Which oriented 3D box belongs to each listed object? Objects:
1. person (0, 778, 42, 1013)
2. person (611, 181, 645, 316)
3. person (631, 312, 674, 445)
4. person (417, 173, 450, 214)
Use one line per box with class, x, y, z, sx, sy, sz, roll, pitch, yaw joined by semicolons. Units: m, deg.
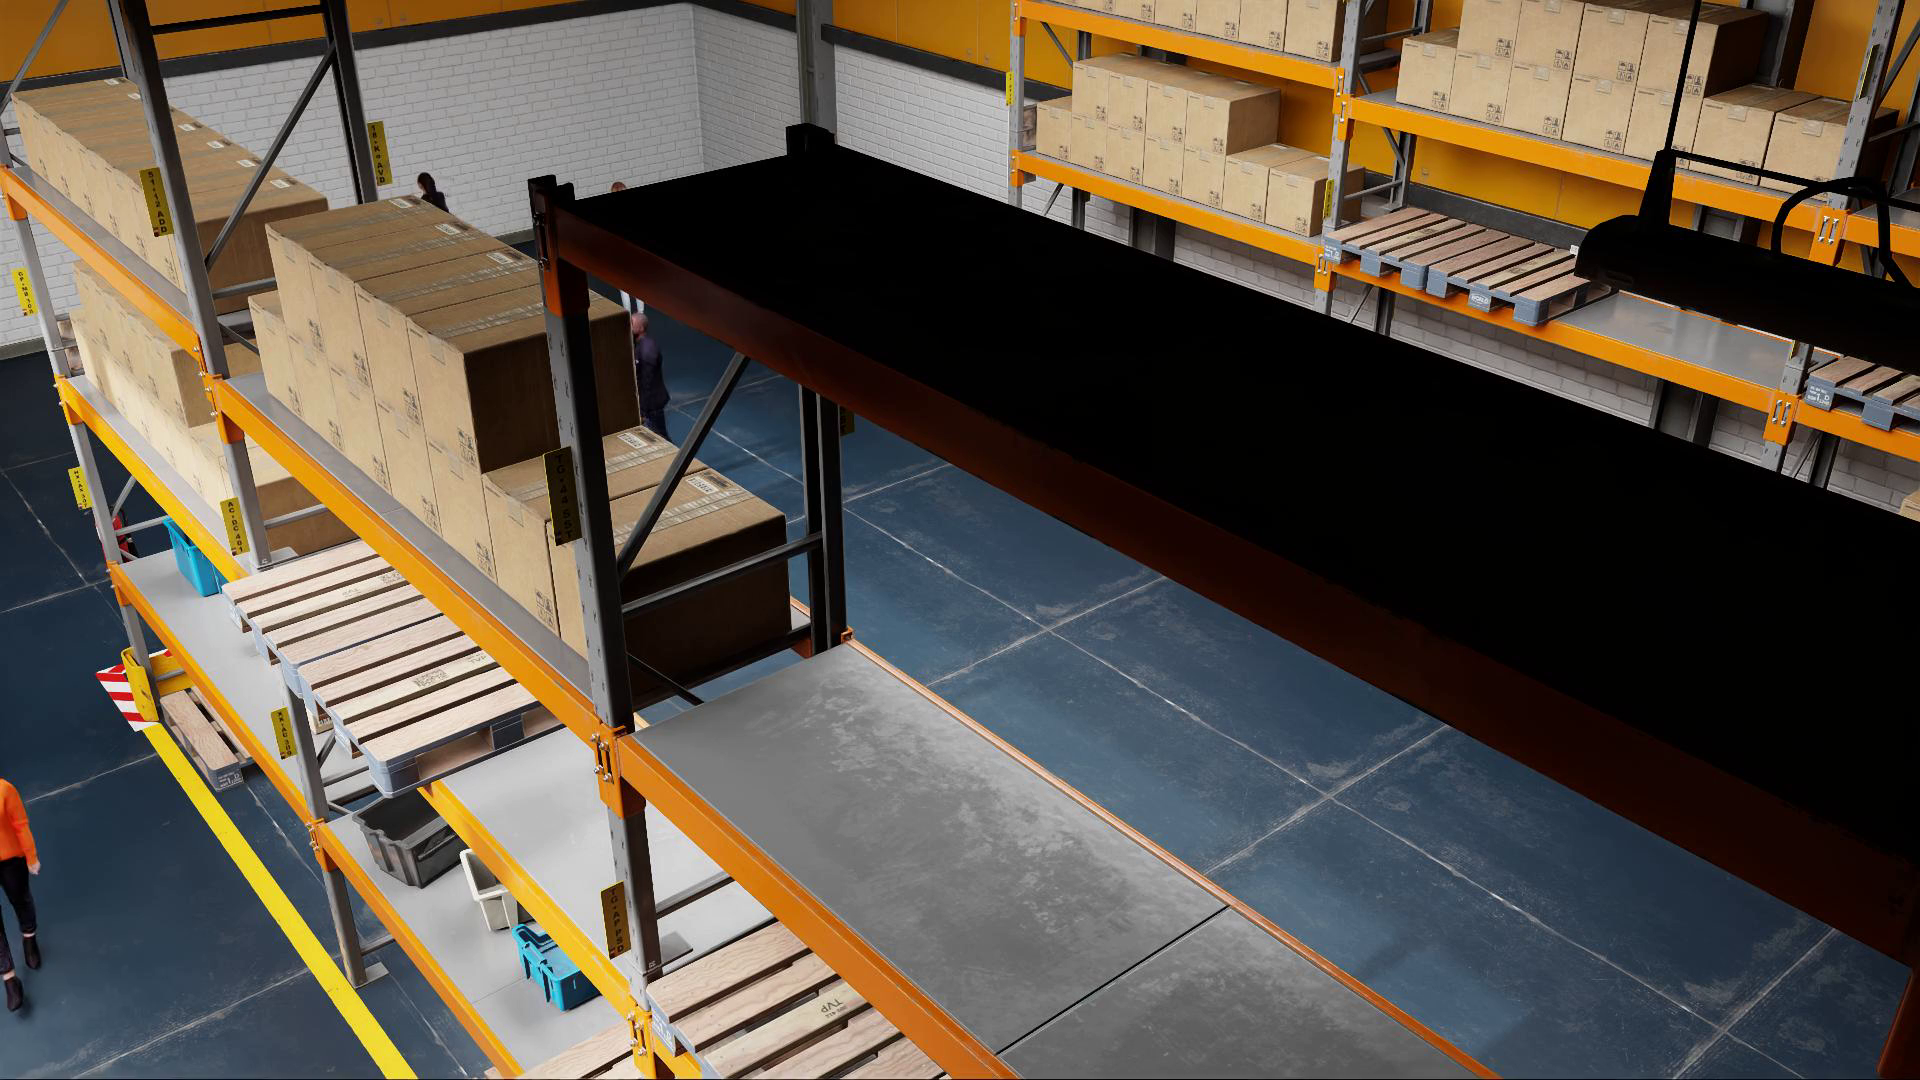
person;-5.877;1.918;10.114;0.720;1.726;0.958;-16;32;-26
person;-3.971;-3.383;19.758;0.594;1.796;0.513;-20;34;-32
person;-2.911;-1.345;16.023;0.930;1.796;0.906;-13;31;-22
person;-6.343;-3.642;20.330;0.727;1.704;0.676;22;35;34
